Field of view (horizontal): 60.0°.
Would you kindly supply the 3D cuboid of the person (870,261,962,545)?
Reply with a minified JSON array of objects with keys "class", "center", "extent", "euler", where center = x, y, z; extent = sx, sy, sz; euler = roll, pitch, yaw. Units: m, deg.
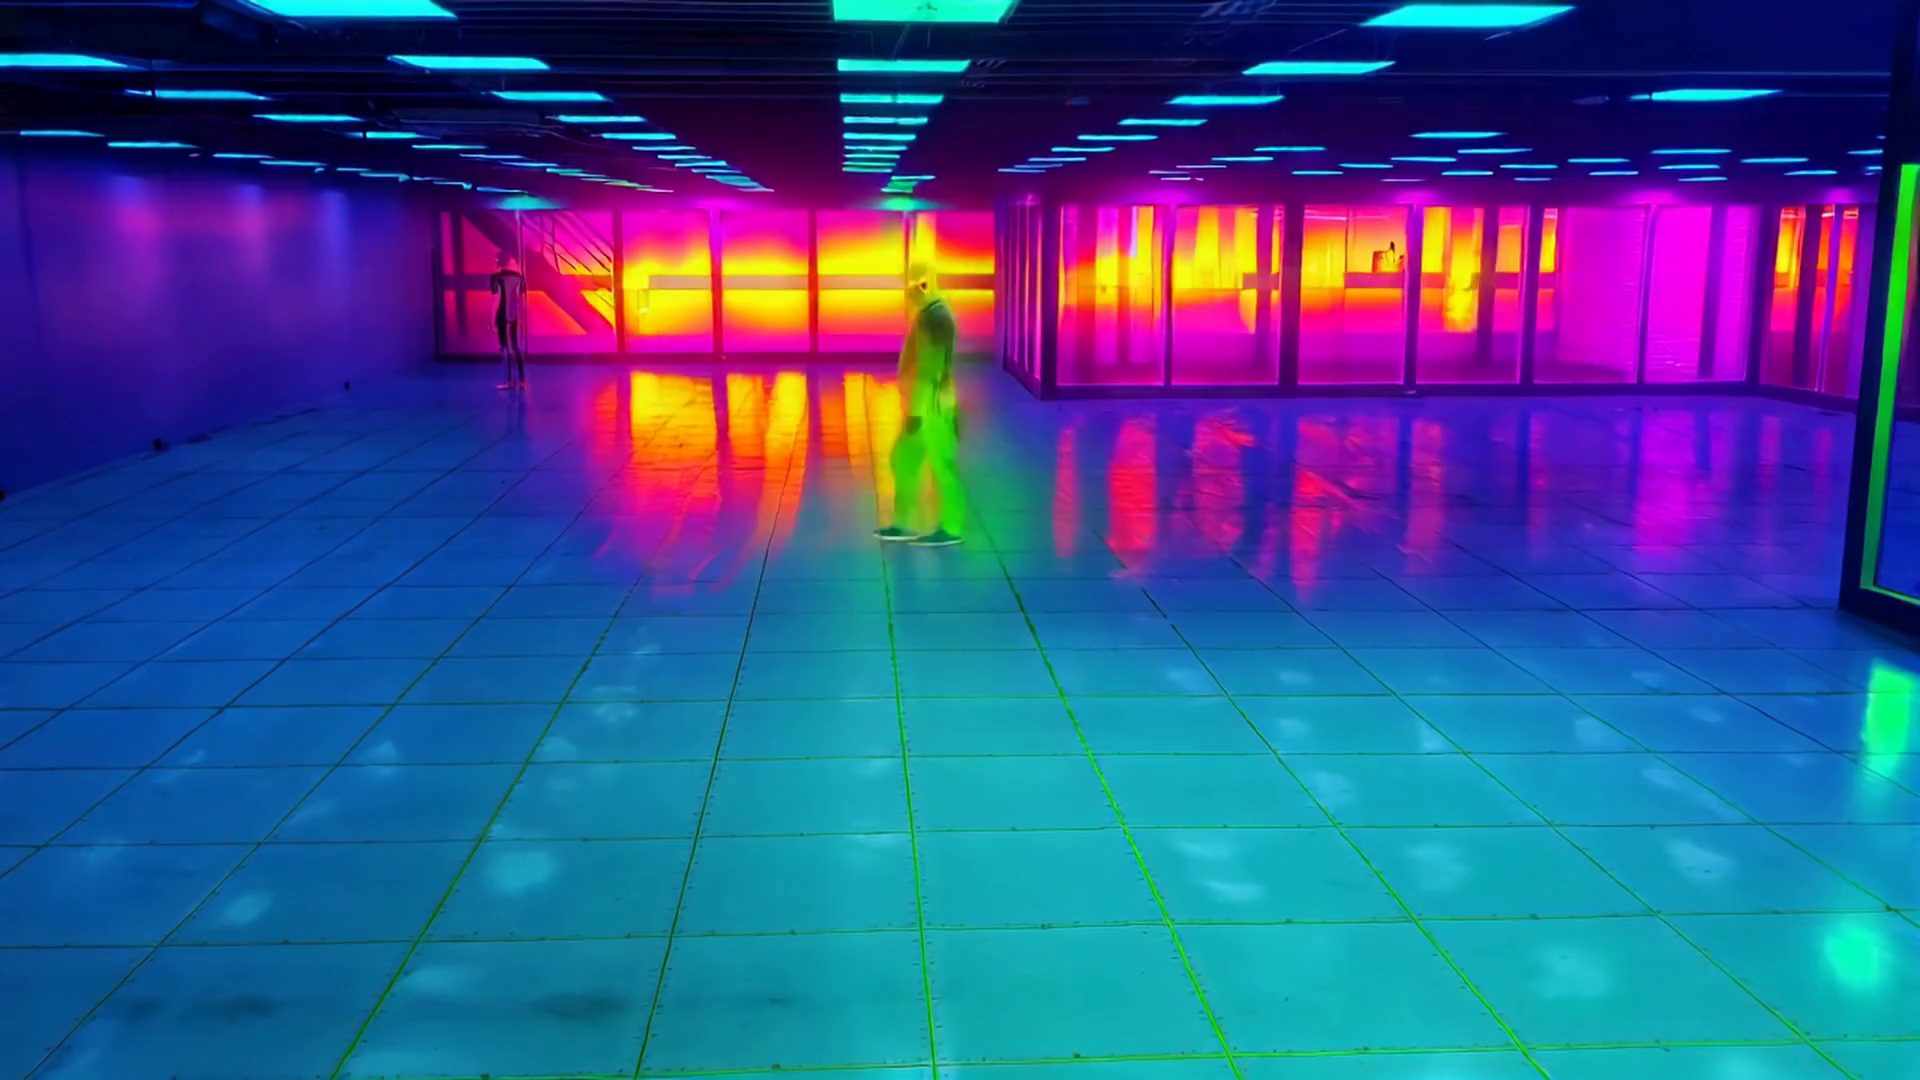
[{"class":"person","center":[-0.327,-0.892,11.043],"extent":[0.757,1.879,0.680],"euler":[-1,11,-4]}]

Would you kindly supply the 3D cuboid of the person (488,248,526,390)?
[{"class":"person","center":[-5.997,-2.913,22.005],"extent":[0.533,1.868,0.310],"euler":[-10,14,-43]}]
